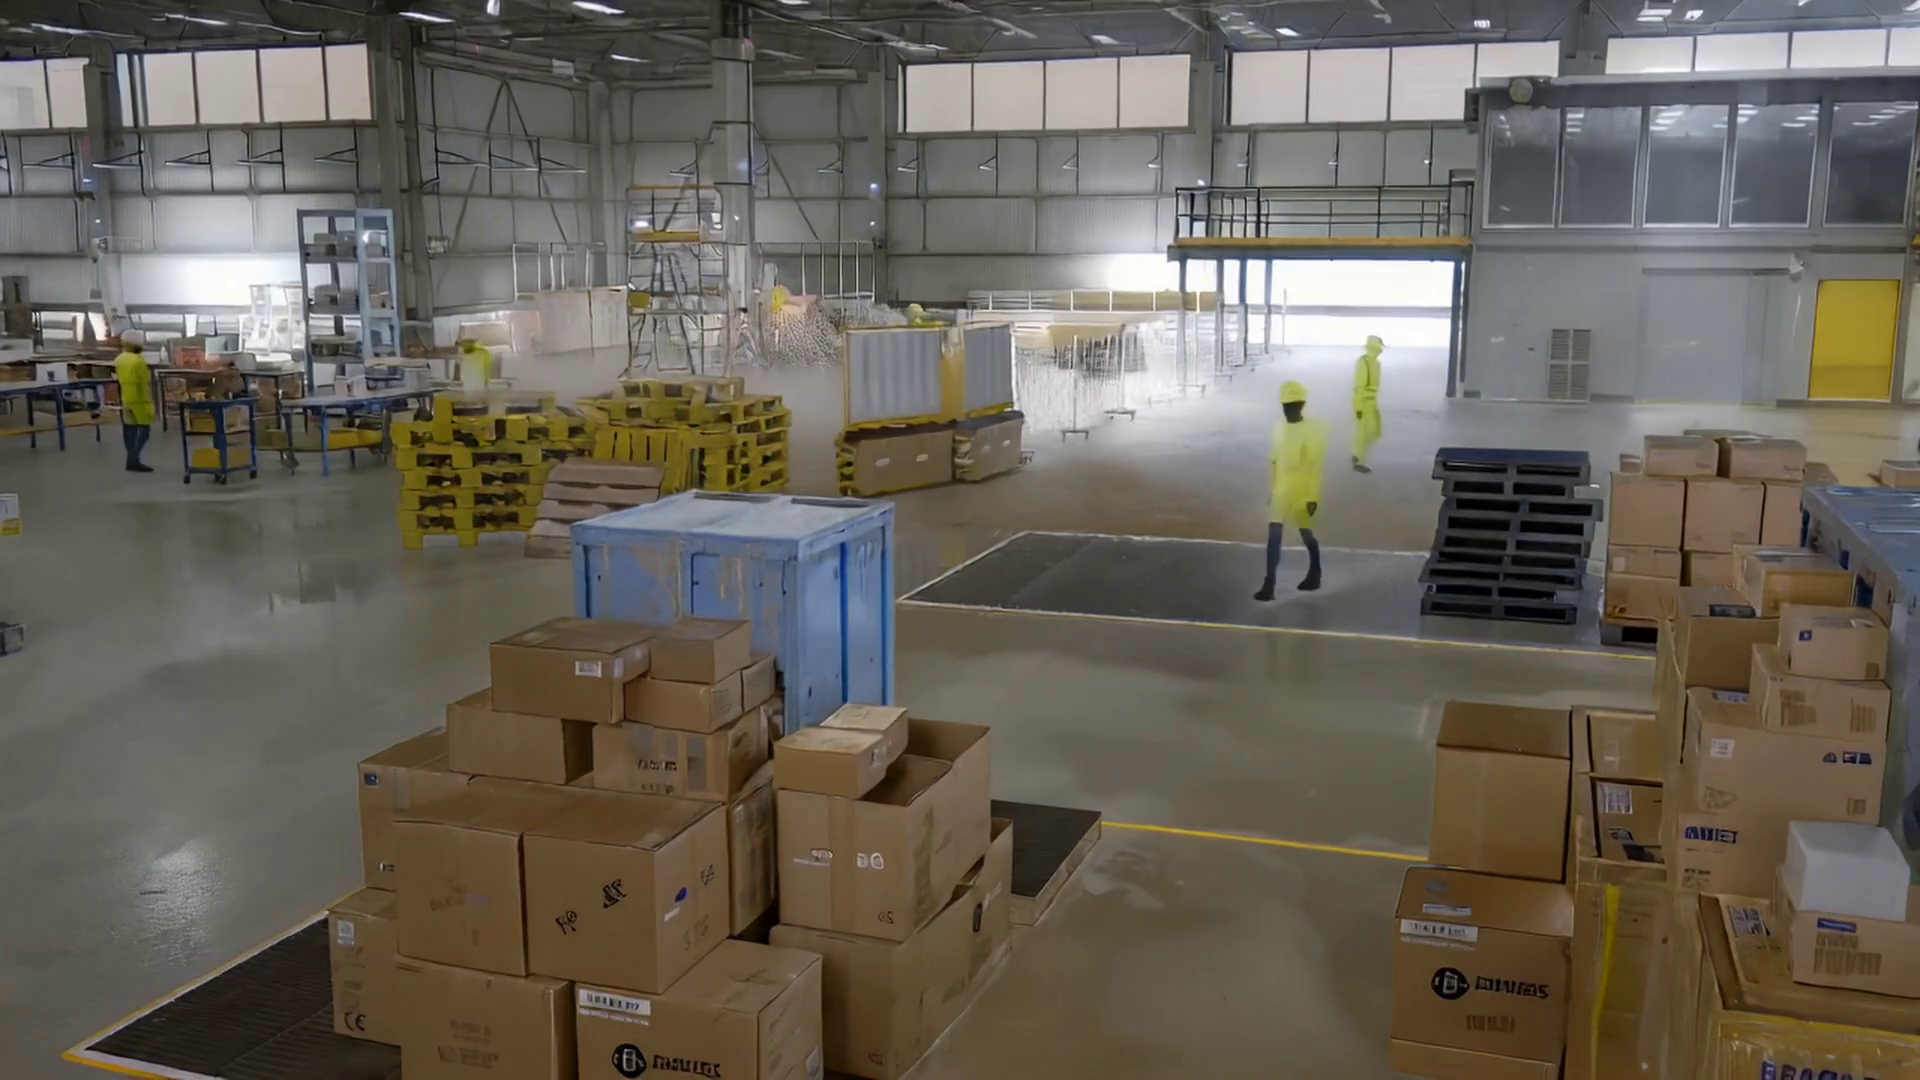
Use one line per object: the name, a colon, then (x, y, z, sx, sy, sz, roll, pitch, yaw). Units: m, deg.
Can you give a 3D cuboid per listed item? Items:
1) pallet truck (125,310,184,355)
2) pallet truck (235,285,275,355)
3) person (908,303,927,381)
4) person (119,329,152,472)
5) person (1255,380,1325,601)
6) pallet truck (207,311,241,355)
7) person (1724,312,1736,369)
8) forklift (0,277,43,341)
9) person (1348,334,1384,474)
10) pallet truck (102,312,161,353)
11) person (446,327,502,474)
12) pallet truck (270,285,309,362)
pallet truck: (-22.038, -5.665, 45.457, 0.704, 1.261, 1.522, 3, 11, 17)
pallet truck: (-18.327, -5.835, 44.421, 0.823, 1.965, 1.885, 4, 11, 23)
person: (-0.963, -4.425, 37.199, 0.485, 1.744, 0.295, -9, 14, -42)
person: (-11.079, -1.870, 22.367, 0.604, 1.909, 0.411, 9, 13, 41)
person: (2.907, -0.450, 14.407, 0.559, 1.895, 0.976, 8, 13, 38)
pallet truck: (-19.537, -5.575, 44.913, 0.653, 1.274, 1.630, 3, 11, 19)
person: (18.251, -4.736, 39.258, 0.494, 1.624, 0.280, 3, 11, 19)
forklift: (-27.151, -6.329, 46.328, 1.157, 1.987, 2.680, 3, 11, 17)
person: (5.402, -1.803, 22.099, 0.577, 1.868, 0.401, -9, 14, -42)
pallet truck: (-23.057, -5.777, 46.261, 0.680, 1.201, 1.601, 3, 11, 19)
person: (-6.505, -1.834, 22.024, 0.647, 1.942, 0.990, 8, 13, 38)
pallet truck: (-17.147, -5.700, 43.663, 0.823, 1.965, 1.885, 3, 11, 17)
